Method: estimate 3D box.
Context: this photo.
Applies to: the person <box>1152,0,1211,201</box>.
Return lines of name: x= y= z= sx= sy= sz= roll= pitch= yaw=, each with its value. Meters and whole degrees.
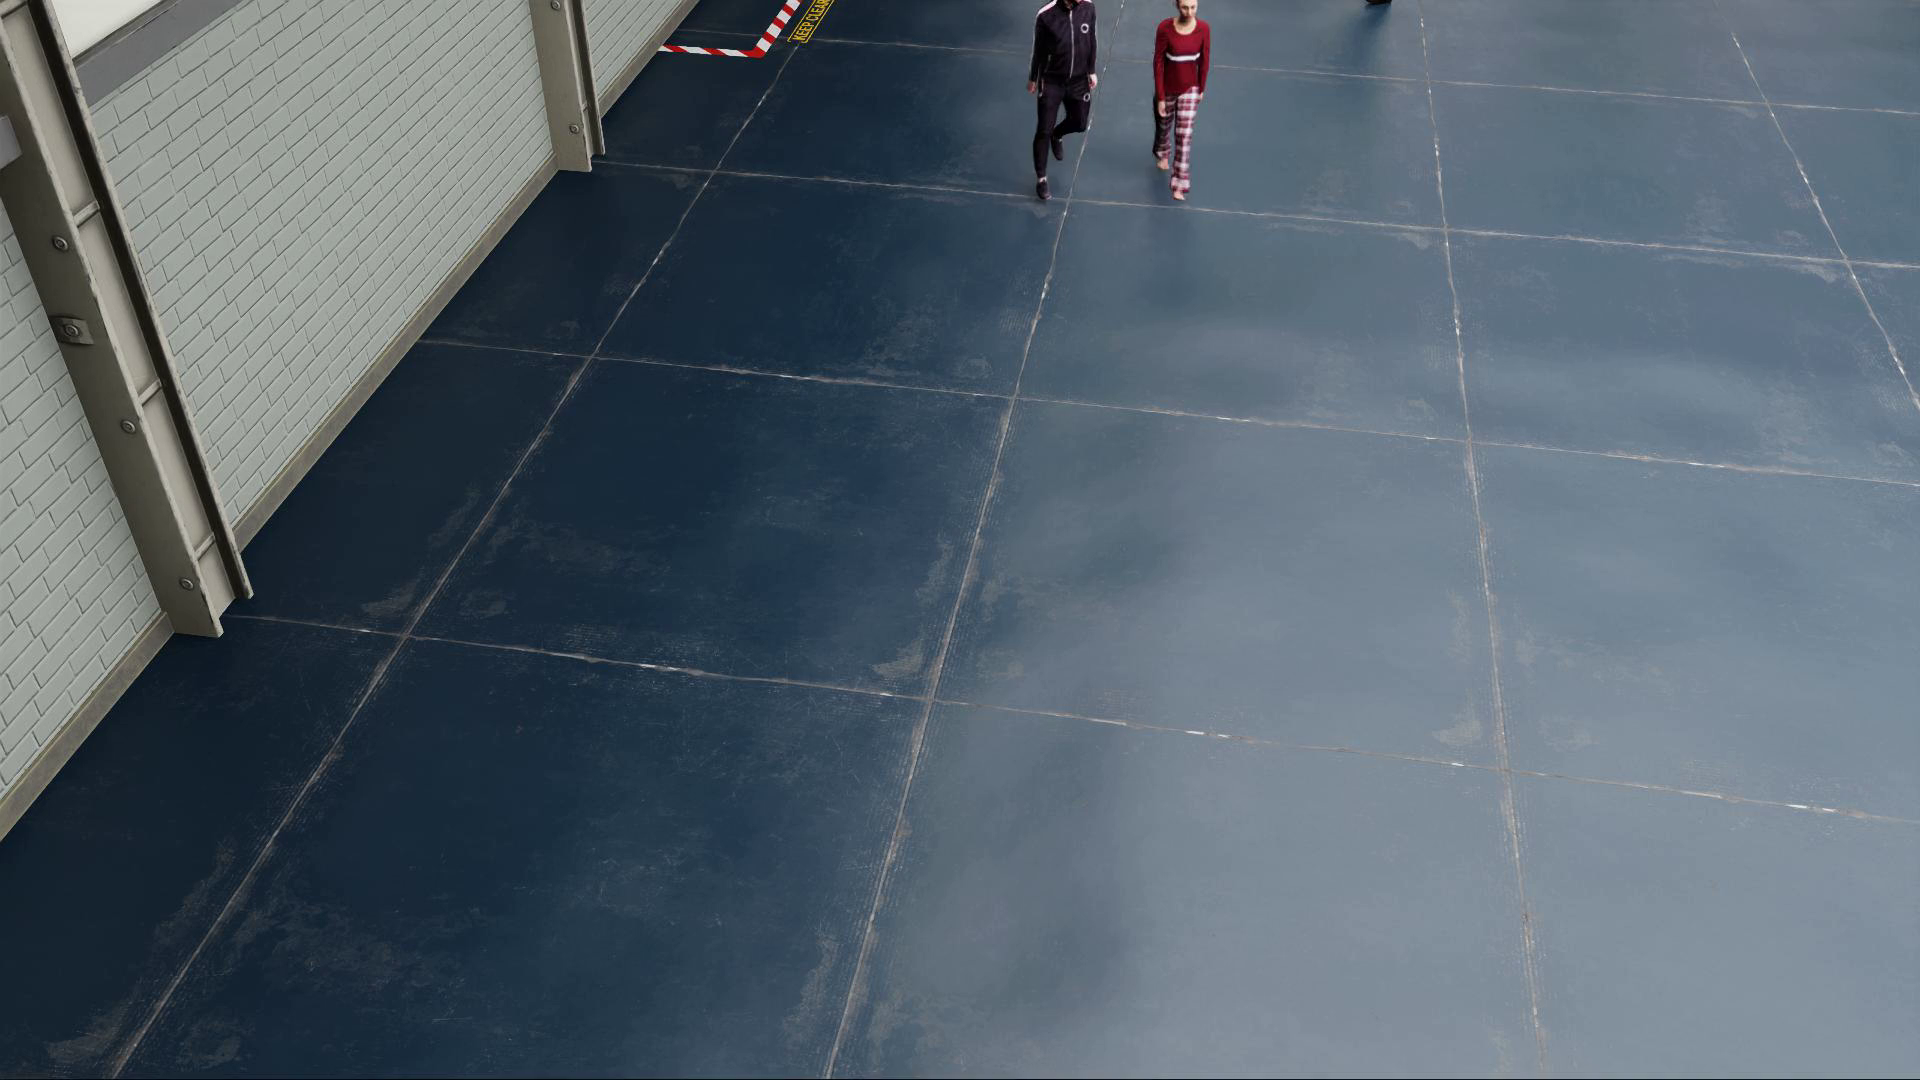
person: x=1.716 y=-3.609 z=13.289 sx=0.764 sy=1.645 sz=1.159 roll=-3 pitch=38 yaw=-3

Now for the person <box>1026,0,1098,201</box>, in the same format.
person: x=0.808 y=-3.682 z=13.242 sx=0.960 sy=1.819 sz=1.079 roll=-8 pitch=39 yaw=-10
